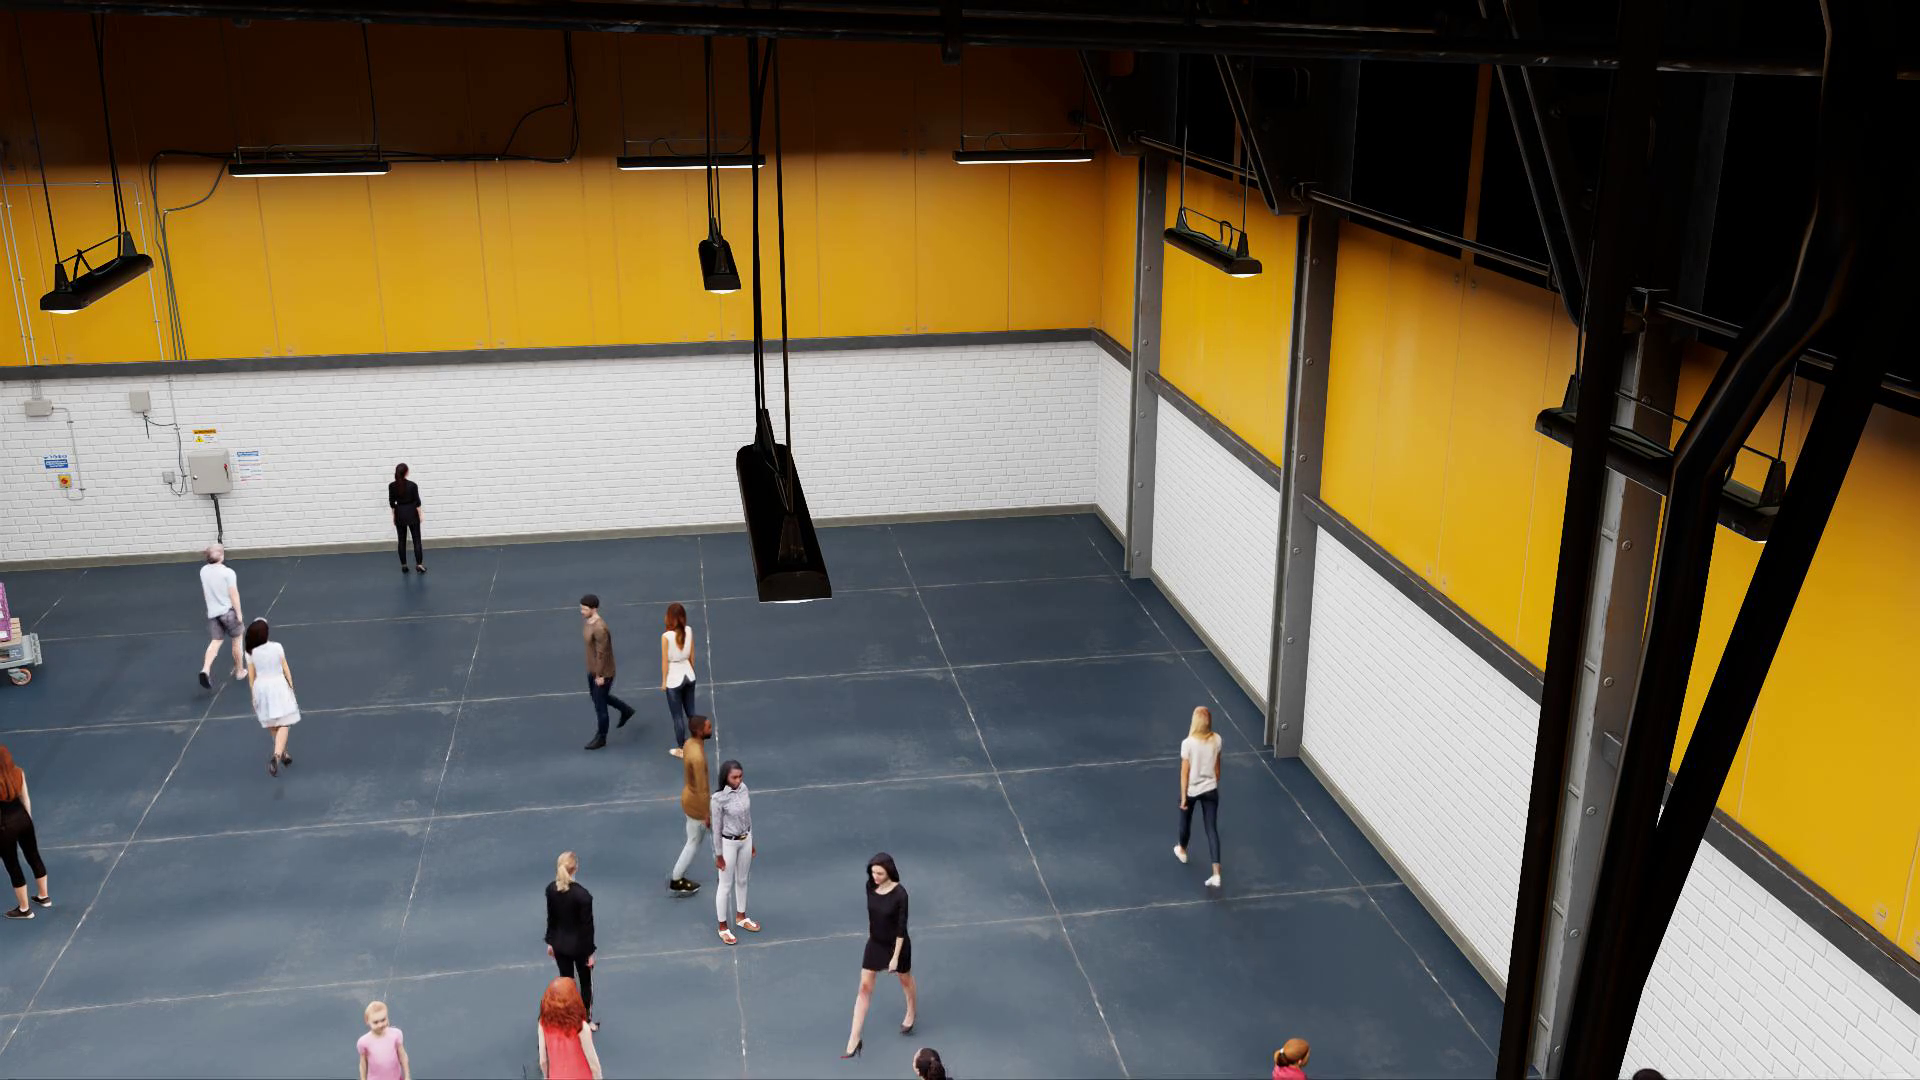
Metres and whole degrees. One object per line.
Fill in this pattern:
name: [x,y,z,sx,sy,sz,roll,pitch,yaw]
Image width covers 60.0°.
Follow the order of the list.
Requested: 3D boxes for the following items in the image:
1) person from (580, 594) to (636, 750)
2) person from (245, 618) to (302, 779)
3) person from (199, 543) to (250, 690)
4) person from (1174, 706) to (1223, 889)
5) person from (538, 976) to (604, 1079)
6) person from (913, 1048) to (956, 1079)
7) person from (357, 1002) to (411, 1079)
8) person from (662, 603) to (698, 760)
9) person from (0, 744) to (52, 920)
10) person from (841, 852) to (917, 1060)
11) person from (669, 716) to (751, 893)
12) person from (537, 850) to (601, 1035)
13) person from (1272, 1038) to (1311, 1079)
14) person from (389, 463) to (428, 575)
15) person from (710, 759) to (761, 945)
person: [-3.986,1.438,18.730,0.990,1.863,1.011,-12,22,-31]
person: [-7.413,1.745,17.927,0.659,1.794,1.051,-3,19,-9]
person: [-9.057,0.942,20.289,0.897,1.808,1.137,4,19,12]
person: [2.332,2.466,15.826,0.616,1.768,1.175,-4,19,-11]
person: [-2.710,3.853,11.615,0.656,1.828,0.647,5,19,15]
person: [-0.111,4.152,10.974,0.853,1.670,1.116,-12,22,-31]
person: [-4.231,3.946,12.228,0.648,1.261,0.851,-10,21,-27]
person: [-3.096,1.562,18.492,0.704,1.781,0.671,16,25,40]
person: [-8.714,2.658,15.322,0.710,1.726,0.600,6,20,18]
person: [-0.507,3.284,13.414,1.071,1.757,1.157,12,22,32]
person: [-2.543,2.517,15.668,0.759,1.772,0.941,-5,19,-14]
person: [-3.174,3.343,13.360,0.919,1.681,1.027,9,21,26]
person: [2.308,4.091,11.711,0.593,1.316,0.463,-6,19,-17]
person: [-8.069,-0.313,24.248,0.648,1.660,0.616,1,19,2]
person: [-2.043,2.769,14.996,0.712,1.724,0.675,16,24,39]
